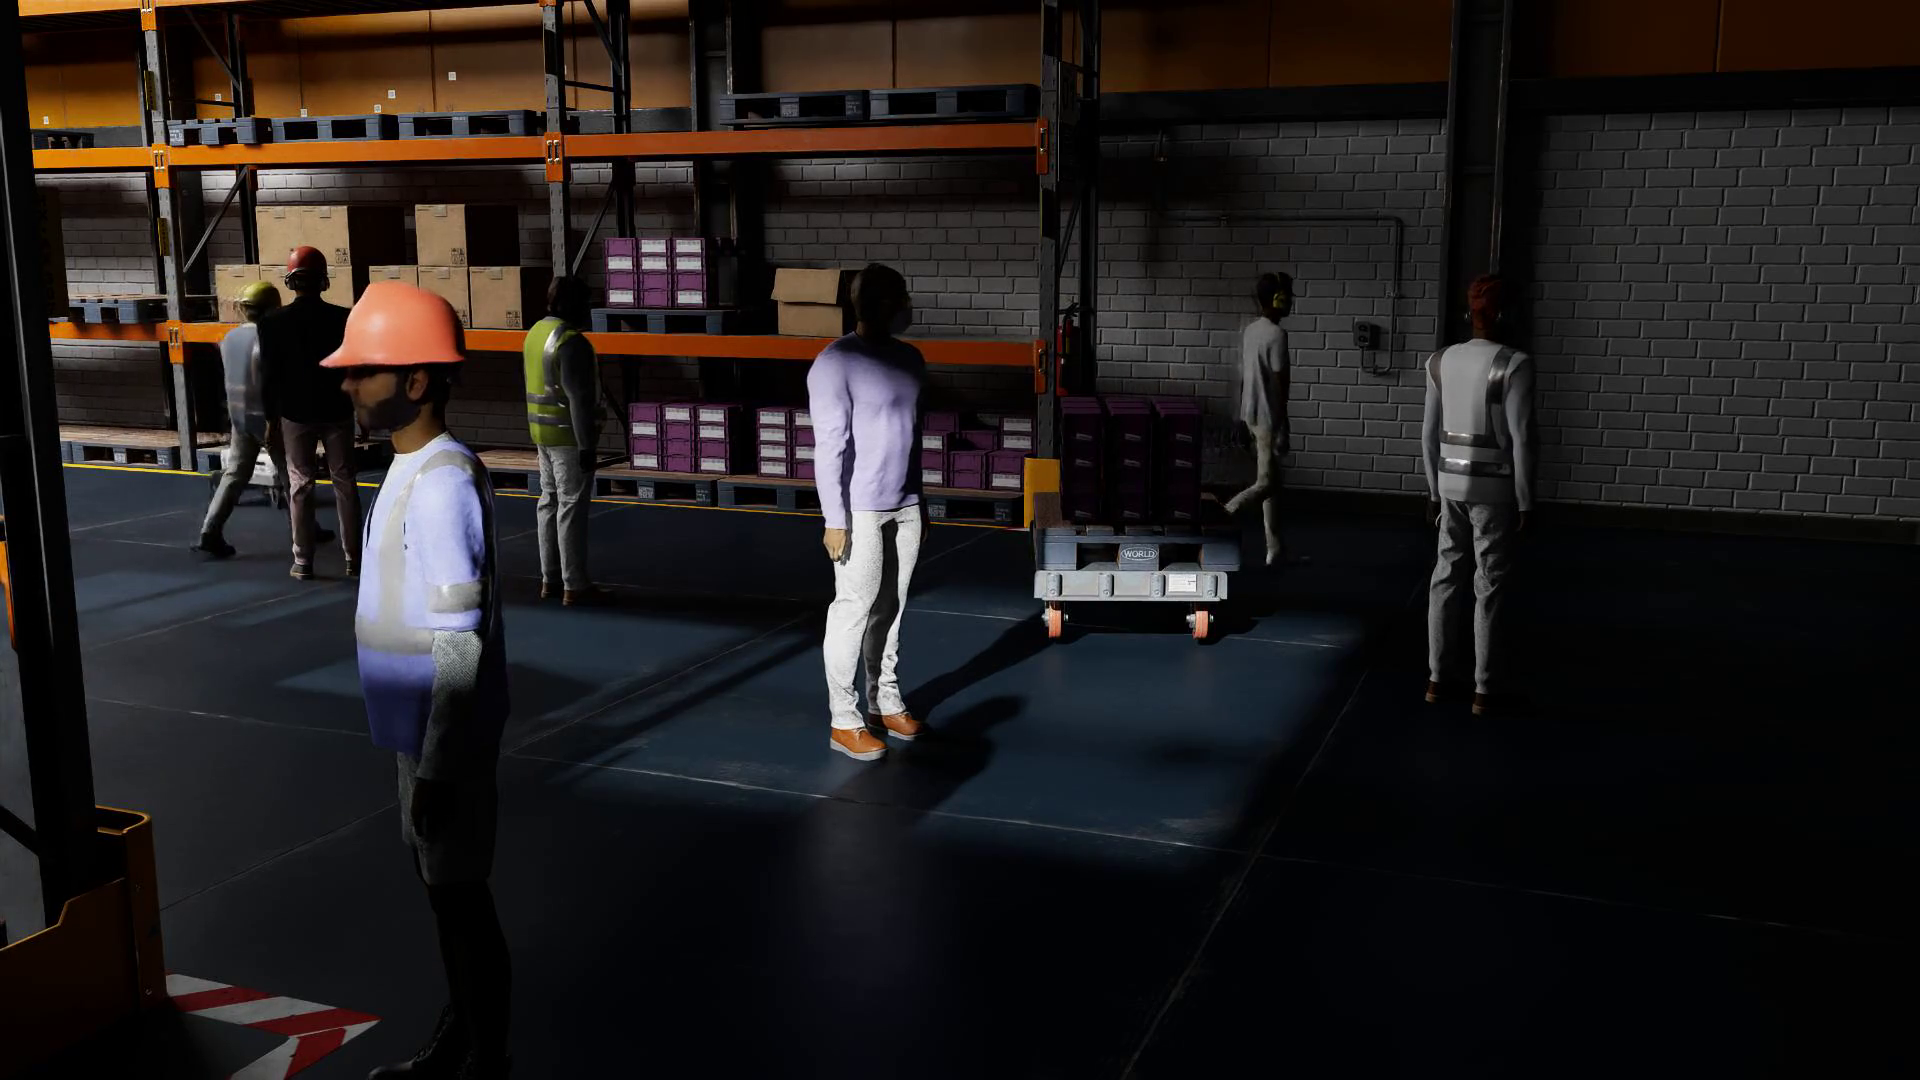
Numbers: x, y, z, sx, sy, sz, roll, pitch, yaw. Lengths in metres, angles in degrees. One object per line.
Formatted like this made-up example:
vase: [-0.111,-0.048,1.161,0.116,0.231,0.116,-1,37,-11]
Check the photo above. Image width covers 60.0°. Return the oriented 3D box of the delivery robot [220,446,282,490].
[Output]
delivery robot: [-5.356,-0.590,12.824,0.707,0.478,0.477,6,12,30]

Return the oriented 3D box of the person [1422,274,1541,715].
person: [2.247,-0.194,7.171,0.354,1.886,0.573,-7,12,-32]

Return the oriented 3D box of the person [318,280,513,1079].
person: [-1.186,0.402,3.701,0.351,1.941,0.545,-5,11,-25]

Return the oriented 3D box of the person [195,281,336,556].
person: [-4.579,-0.789,10.811,0.600,1.778,0.960,5,11,27]

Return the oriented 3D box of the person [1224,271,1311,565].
person: [1.808,-0.720,10.220,0.786,1.852,0.517,-2,10,-12]

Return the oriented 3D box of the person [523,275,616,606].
person: [-2.192,-0.557,9.337,0.429,1.836,0.629,-7,13,-36]

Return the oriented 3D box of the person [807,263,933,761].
person: [-0.332,-0.116,6.591,0.357,1.937,0.637,7,12,35]

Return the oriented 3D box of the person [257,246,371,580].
person: [-3.864,-0.757,10.002,0.622,1.994,0.381,-5,11,-25]
